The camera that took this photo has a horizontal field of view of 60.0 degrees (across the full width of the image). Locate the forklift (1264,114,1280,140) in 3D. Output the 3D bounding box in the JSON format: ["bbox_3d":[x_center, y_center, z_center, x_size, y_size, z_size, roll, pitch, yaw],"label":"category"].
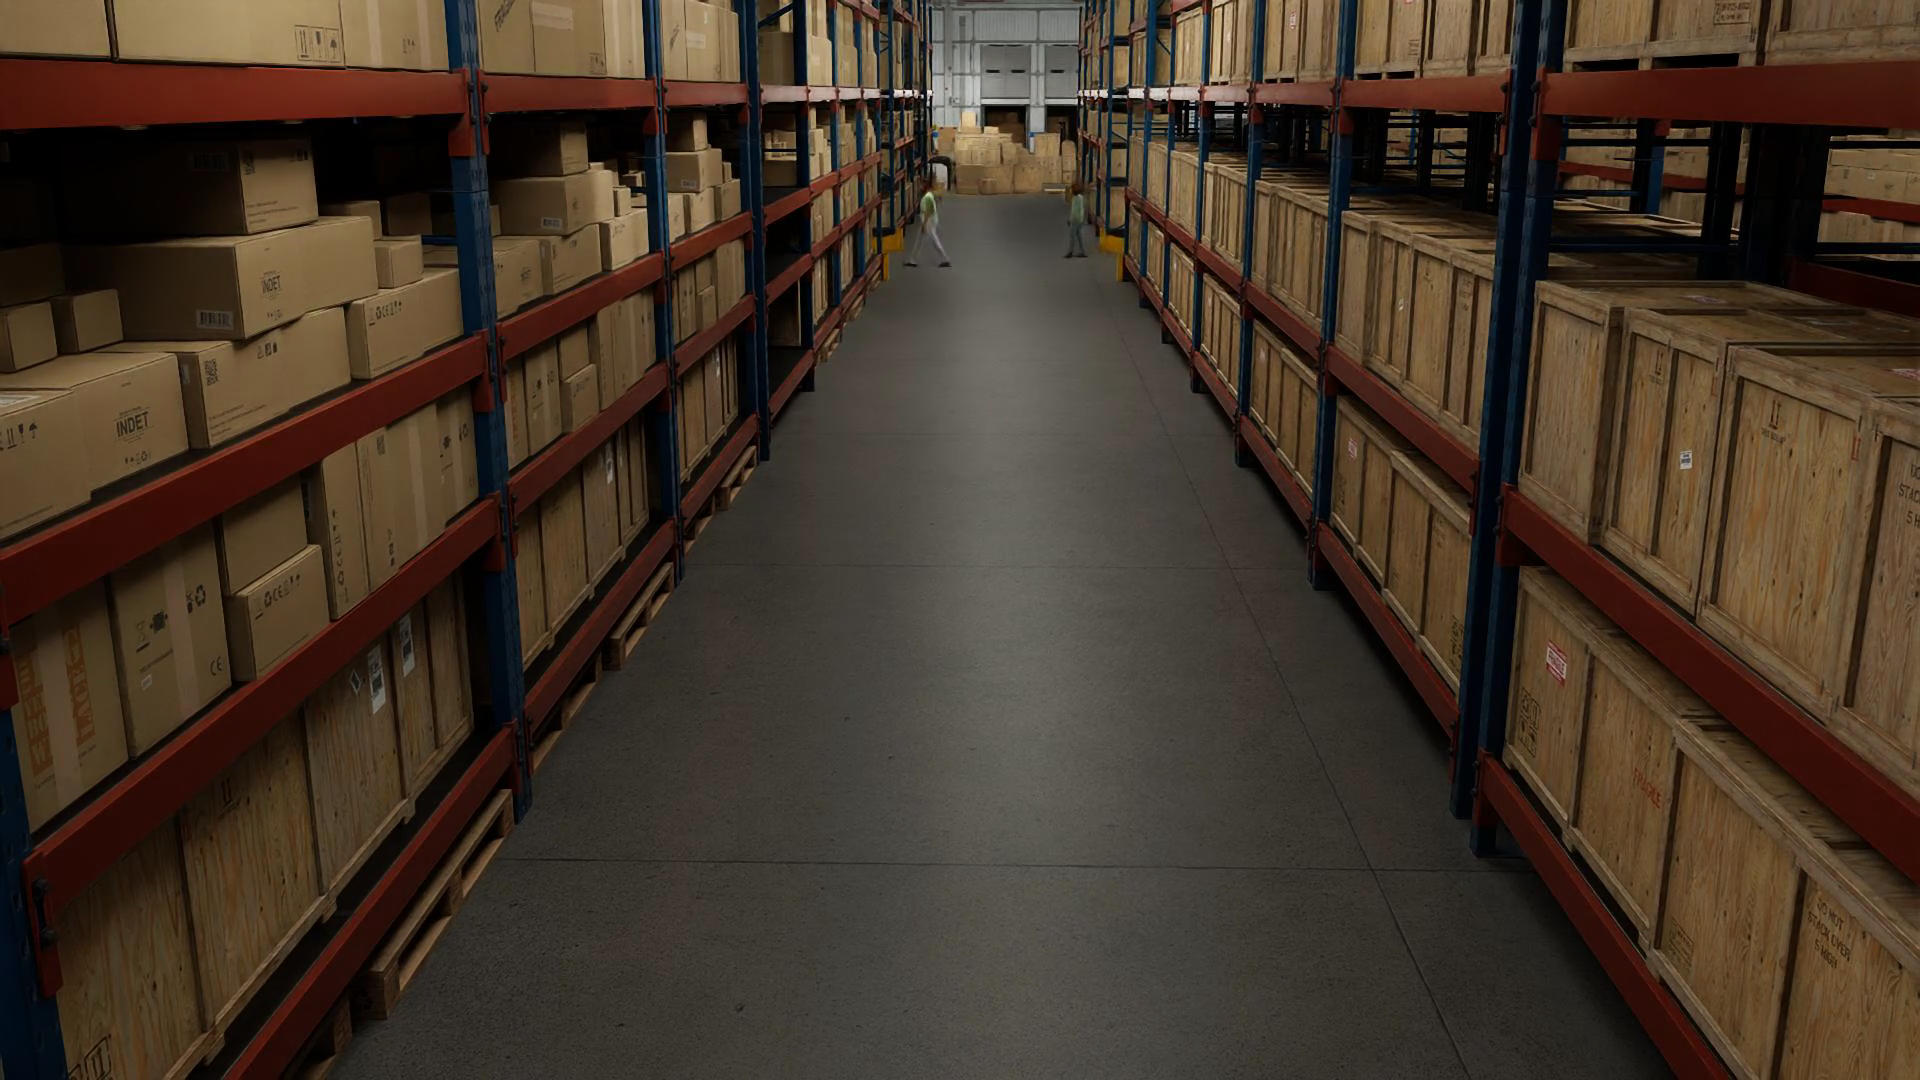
[{"bbox_3d":[11.019,-13.920,59.584,1.129,2.768,1.873,0,15,2],"label":"forklift"}]

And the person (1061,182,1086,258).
[{"bbox_3d":[2.426,-6.846,35.680,0.726,1.602,0.525,-4,15,-13],"label":"person"}]

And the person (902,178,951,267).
[{"bbox_3d":[-0.647,-6.440,33.821,0.983,1.799,0.595,-3,15,-10],"label":"person"}]

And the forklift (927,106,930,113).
[{"bbox_3d":[-1.995,-20.729,84.918,1.129,2.768,1.873,0,15,2],"label":"forklift"}]

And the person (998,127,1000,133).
[{"bbox_3d":[2.192,-22.325,93.281,0.849,1.590,0.547,-2,15,-7],"label":"person"}]

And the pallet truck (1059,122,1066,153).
[{"bbox_3d":[5.788,-21.111,88.014,1.885,1.965,0.823,5,16,18],"label":"pallet truck"}]
